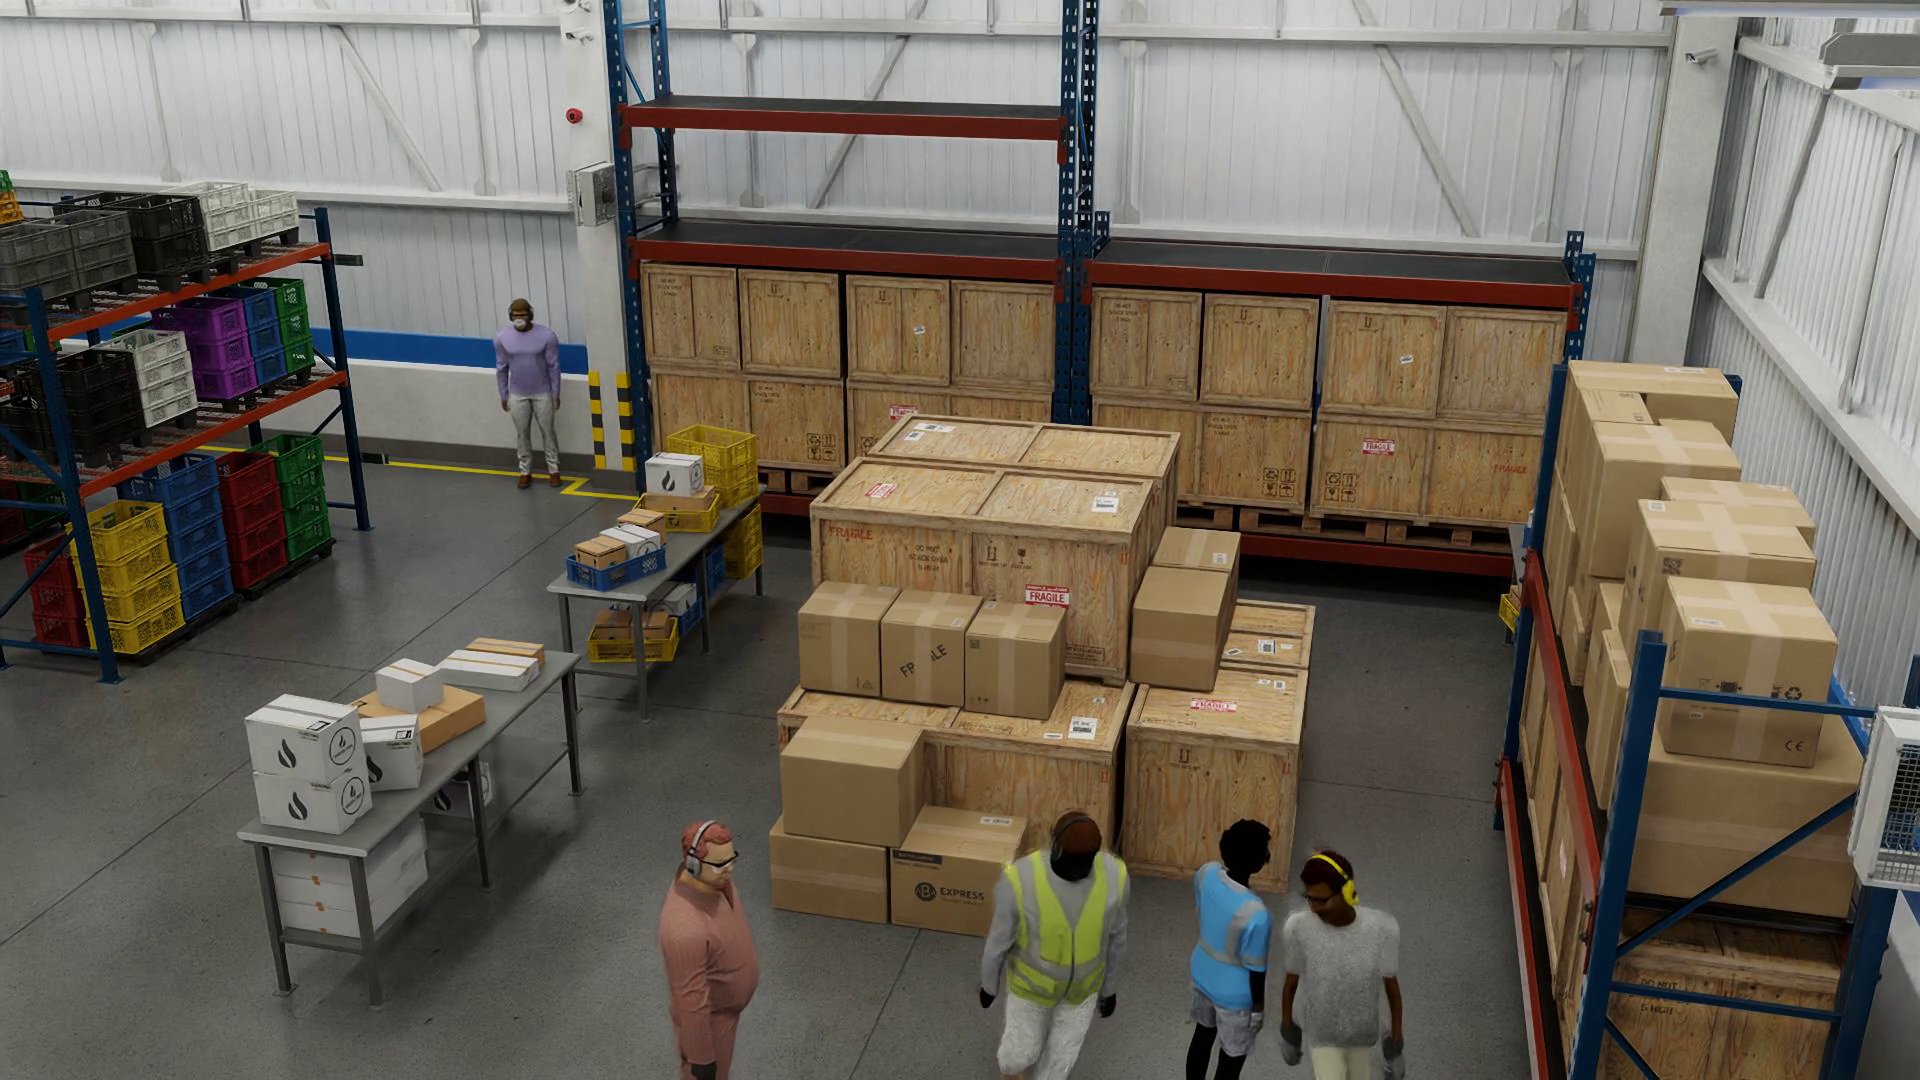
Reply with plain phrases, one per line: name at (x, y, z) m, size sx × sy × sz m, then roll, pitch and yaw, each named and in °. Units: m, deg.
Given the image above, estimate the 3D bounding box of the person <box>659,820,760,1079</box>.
person at (-1.073, 2.077, 7.304) m, size 0.401 × 1.904 × 0.649 m, roll 0°, pitch 21°, yaw 0°

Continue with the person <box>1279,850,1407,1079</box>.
person at (1.651, 2.152, 7.216) m, size 0.536 × 1.812 × 0.822 m, roll -1°, pitch 21°, yaw -3°

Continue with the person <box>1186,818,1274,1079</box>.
person at (1.246, 2.047, 7.676) m, size 0.319 × 1.694 × 0.537 m, roll -9°, pitch 23°, yaw -23°

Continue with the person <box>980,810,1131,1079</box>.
person at (0.427, 1.986, 7.680) m, size 0.663 × 1.807 × 0.591 m, roll -5°, pitch 21°, yaw -12°

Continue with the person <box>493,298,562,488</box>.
person at (-4.265, -1.454, 16.509) m, size 0.628 × 1.932 × 0.373 m, roll -2°, pitch 21°, yaw -6°
